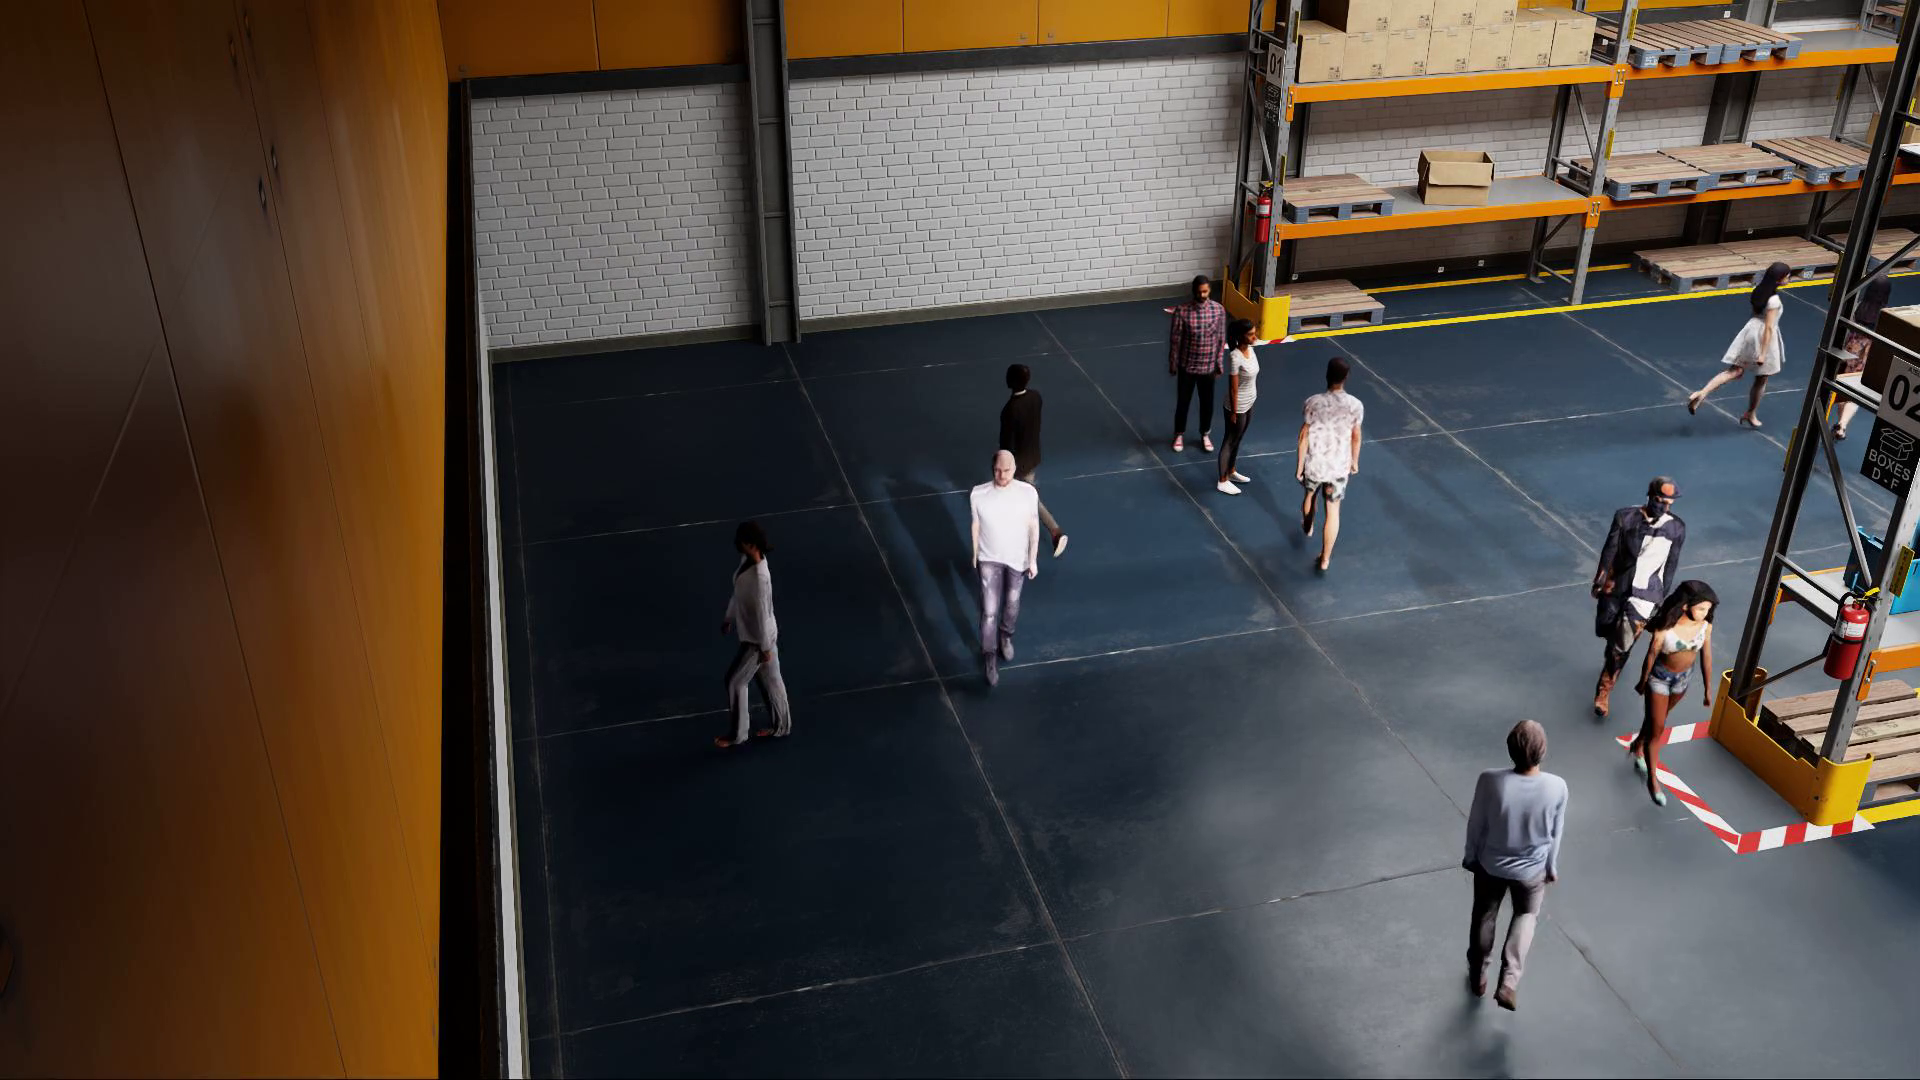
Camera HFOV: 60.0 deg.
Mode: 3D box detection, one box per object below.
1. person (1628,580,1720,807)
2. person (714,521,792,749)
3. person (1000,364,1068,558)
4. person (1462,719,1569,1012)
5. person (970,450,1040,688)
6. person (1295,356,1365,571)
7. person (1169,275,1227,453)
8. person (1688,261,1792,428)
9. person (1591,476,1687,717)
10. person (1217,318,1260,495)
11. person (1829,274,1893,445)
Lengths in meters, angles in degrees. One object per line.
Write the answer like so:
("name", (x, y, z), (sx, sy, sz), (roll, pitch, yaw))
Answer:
("person", (4.746, 0.934, 11.249), (0.821, 1.583, 0.642), (-6, 29, -10))
("person", (-1.327, 0.647, 11.596), (0.793, 1.754, 0.624), (-5, 29, -9))
("person", (0.566, -0.619, 13.889), (1.066, 1.780, 1.074), (22, 35, 34))
("person", (3.058, 1.863, 9.233), (0.967, 1.881, 0.990), (9, 30, 16))
("person", (0.335, 0.107, 12.536), (0.955, 1.802, 0.829), (-2, 29, -4))
("person", (3.069, -0.601, 13.872), (1.177, 1.766, 1.030), (3, 29, 5))
("person", (2.263, -1.695, 15.888), (0.593, 1.756, 0.792), (-2, 29, -3))
("person", (7.654, -1.856, 16.192), (1.116, 1.746, 0.715), (-4, 29, -7))
("person", (4.876, 0.332, 12.060), (1.141, 1.862, 1.186), (16, 33, 27))
("person", (2.532, -1.239, 15.166), (0.712, 1.647, 0.654), (15, 32, 25))
("person", (8.498, -1.633, 15.782), (0.987, 1.748, 1.140), (21, 35, 33))
